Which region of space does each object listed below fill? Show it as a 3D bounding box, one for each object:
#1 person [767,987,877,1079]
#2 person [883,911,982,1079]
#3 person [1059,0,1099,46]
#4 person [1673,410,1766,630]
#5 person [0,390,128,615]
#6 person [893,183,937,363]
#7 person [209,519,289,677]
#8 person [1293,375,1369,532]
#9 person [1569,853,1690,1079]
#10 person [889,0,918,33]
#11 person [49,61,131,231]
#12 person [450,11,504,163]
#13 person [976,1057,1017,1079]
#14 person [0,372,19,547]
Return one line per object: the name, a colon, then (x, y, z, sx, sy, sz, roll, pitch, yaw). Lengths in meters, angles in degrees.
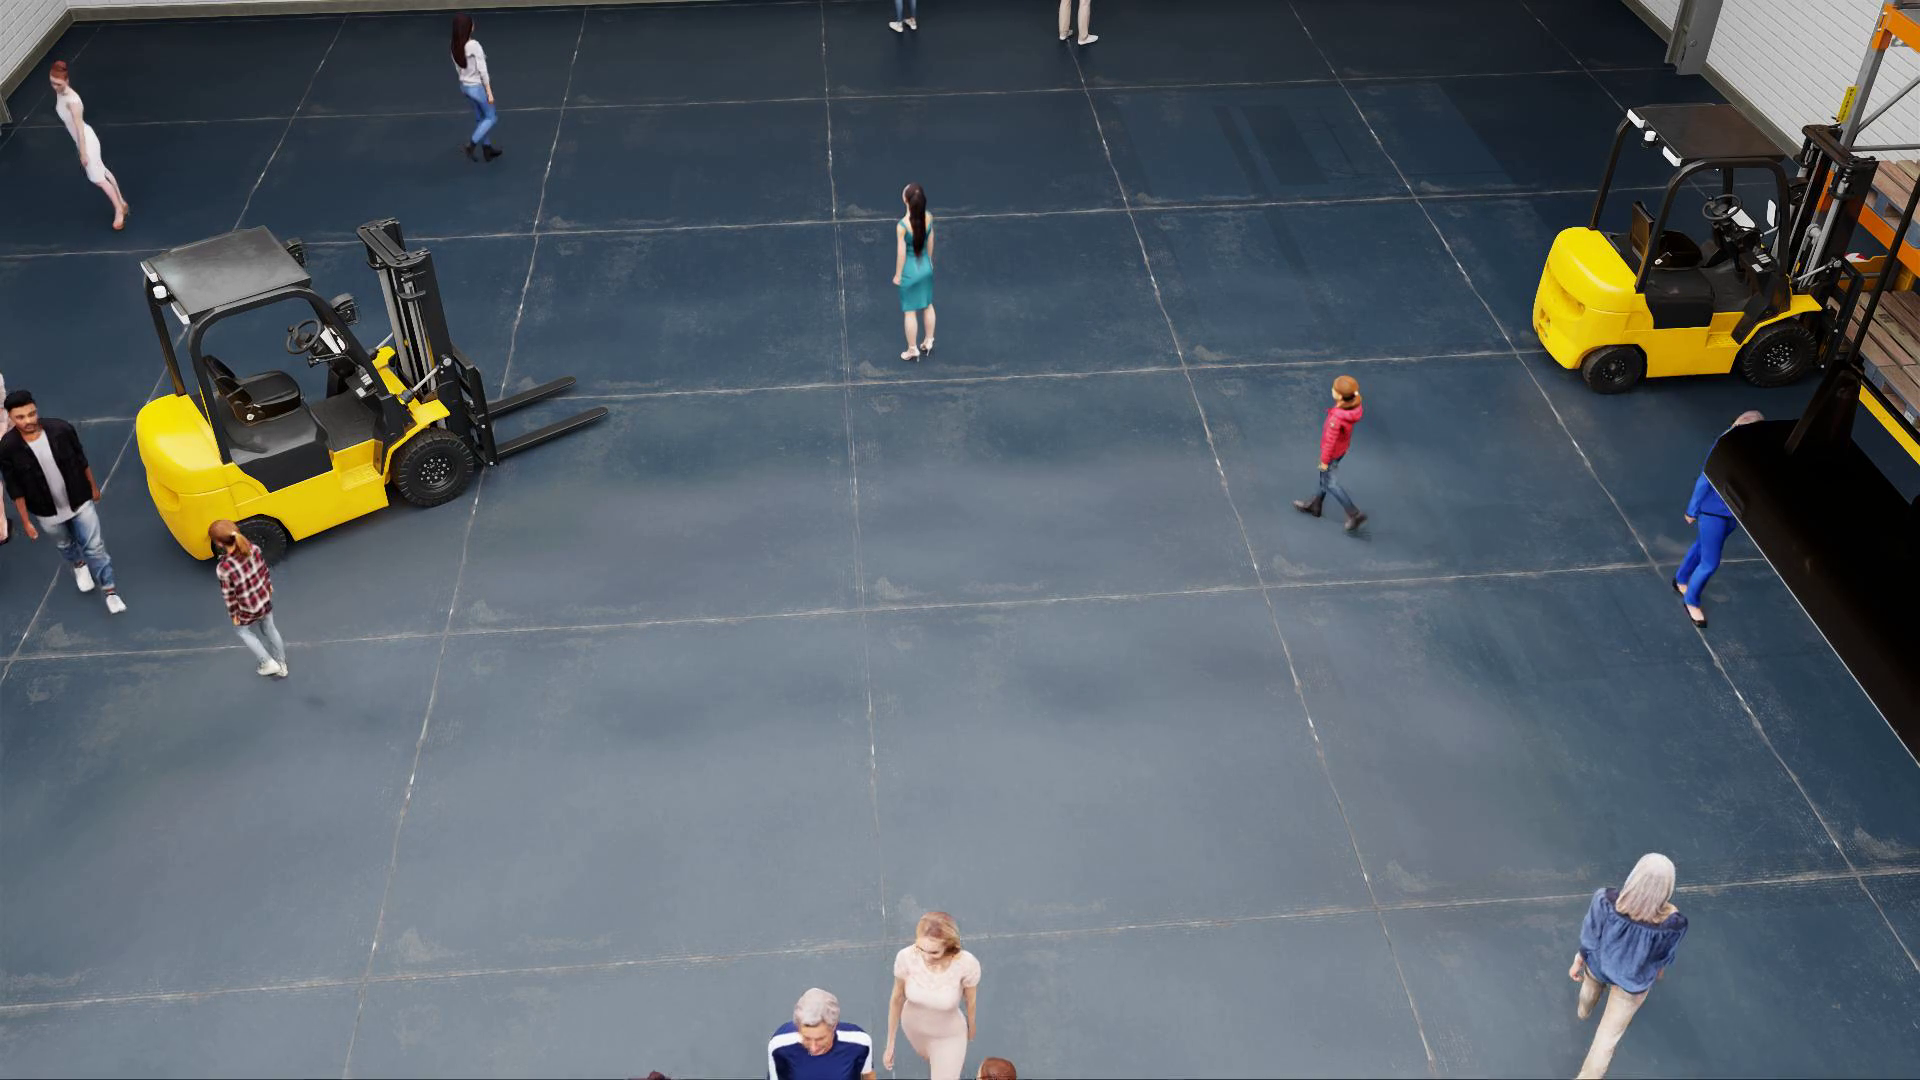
person: (-0.643, 2.668, 7.987, 0.731, 1.786, 1.188, 0, 39, 0)
person: (-0.112, 2.388, 8.335, 0.865, 1.788, 1.154, 10, 40, 12)
person: (1.407, -6.890, 19.896, 0.755, 1.860, 0.795, 25, 45, 27)
person: (5.309, -0.248, 11.722, 0.695, 1.681, 0.814, -10, 40, -13)
person: (-6.388, -0.333, 11.754, 0.995, 1.775, 1.207, -22, 44, -25)
person: (-0.382, -2.296, 14.283, 0.627, 1.685, 0.652, -27, 46, -29)
person: (-4.728, 0.425, 11.190, 0.686, 1.294, 0.598, 20, 43, 23)
person: (2.877, -0.643, 12.522, 0.868, 1.301, 0.849, 22, 44, 26)
person: (3.367, 2.305, 8.555, 1.031, 1.644, 1.215, 19, 42, 22)
person: (-0.687, -7.037, 20.260, 0.693, 1.635, 0.682, -18, 42, -21)
person: (-8.434, -3.848, 16.160, 0.860, 1.768, 0.702, -14, 41, -17)
person: (-5.086, -4.649, 17.282, 0.862, 1.620, 0.928, 26, 45, 29)
person: (0.195, 2.935, 8.127, 0.605, 1.193, 0.494, 9, 39, 11)
person: (-7.149, -0.866, 12.469, 0.645, 1.714, 0.922, 1, 39, 1)
